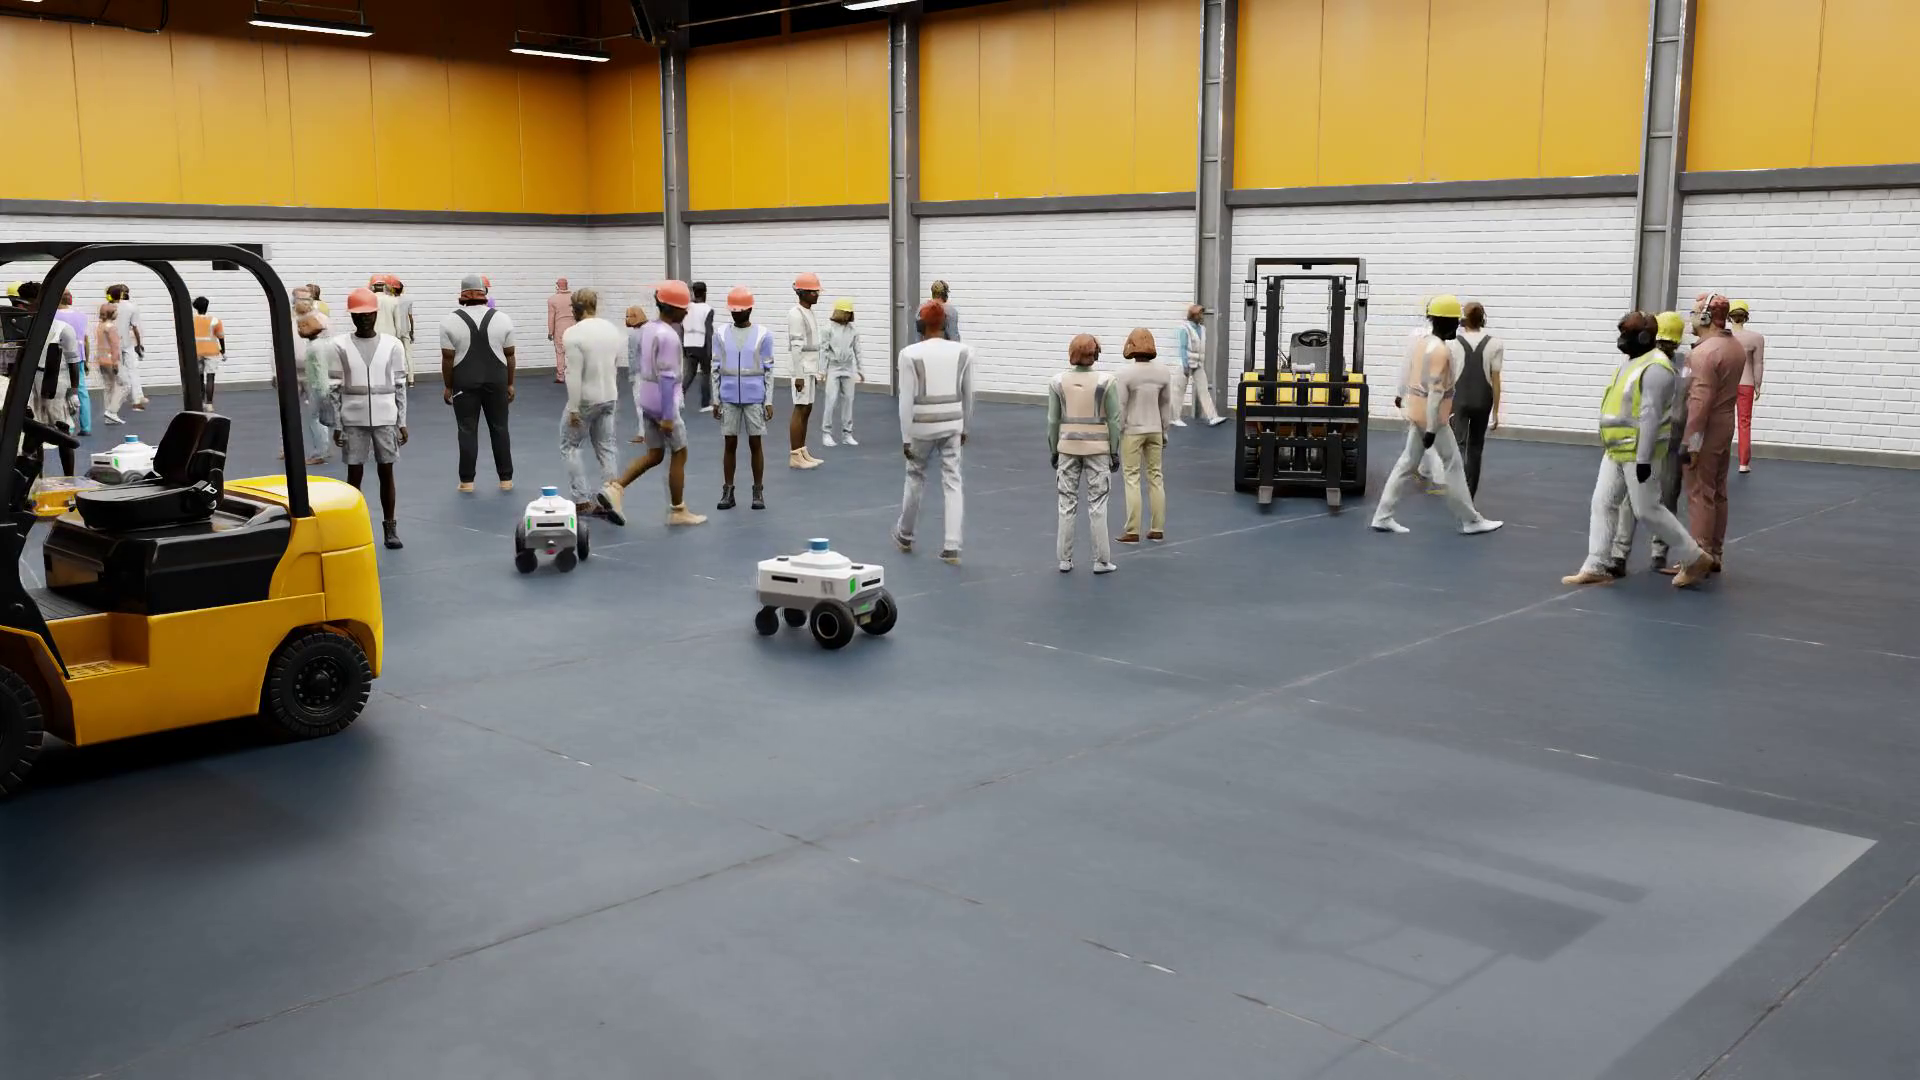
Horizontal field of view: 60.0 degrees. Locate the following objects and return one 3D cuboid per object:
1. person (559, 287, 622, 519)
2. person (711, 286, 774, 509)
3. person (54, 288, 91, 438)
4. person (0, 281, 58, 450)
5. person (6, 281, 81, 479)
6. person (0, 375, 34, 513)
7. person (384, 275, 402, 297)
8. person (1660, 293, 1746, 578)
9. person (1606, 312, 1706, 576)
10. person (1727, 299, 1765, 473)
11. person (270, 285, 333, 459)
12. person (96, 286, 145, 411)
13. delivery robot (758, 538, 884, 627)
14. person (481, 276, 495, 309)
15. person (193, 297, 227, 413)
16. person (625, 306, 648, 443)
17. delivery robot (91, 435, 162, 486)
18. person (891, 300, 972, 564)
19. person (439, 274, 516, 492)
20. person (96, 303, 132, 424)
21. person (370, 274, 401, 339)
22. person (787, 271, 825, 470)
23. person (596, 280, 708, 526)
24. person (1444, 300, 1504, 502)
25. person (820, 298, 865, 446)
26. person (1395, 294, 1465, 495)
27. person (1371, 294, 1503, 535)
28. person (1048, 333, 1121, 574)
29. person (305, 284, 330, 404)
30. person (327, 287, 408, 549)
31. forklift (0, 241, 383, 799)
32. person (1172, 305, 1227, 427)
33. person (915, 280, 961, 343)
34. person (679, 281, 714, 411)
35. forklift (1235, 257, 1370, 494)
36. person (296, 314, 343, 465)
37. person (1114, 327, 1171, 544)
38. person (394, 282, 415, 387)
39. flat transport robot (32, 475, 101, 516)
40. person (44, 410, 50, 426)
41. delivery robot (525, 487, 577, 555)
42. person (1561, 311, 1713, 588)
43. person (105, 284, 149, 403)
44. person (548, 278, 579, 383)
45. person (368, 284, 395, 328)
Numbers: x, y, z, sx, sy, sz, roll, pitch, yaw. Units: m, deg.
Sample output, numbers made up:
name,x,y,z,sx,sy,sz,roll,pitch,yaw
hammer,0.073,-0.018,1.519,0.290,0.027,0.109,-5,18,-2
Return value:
name,x,y,z,sx,sy,sz,roll,pitch,yaw
person,-3.102,-1.127,13.786,0.559,1.922,0.643,6,11,34
person,-1.873,-1.217,14.320,0.543,1.927,0.373,0,9,2
person,-10.942,-2.172,20.421,0.382,1.845,0.571,4,10,26
person,-10.688,-1.978,18.985,0.585,1.929,0.370,0,9,2
person,-8.151,-1.313,14.792,0.613,1.962,0.362,-1,9,-5
person,-5.150,-0.234,8.645,0.575,1.809,0.620,0,9,1
person,-9.999,-3.647,29.166,0.416,1.957,0.774,-5,10,-28
person,5.001,-0.701,11.218,0.406,1.911,0.639,8,13,42
person,4.666,-0.626,11.146,0.587,1.779,0.844,5,10,27
person,7.869,-1.556,16.908,0.522,1.764,0.318,4,10,21
person,-7.163,-1.822,18.144,0.656,1.897,0.395,-3,10,-18
person,-12.327,-2.801,24.362,0.650,1.814,0.882,-7,12,-38
delivery robot,-0.787,0.234,9.332,0.707,0.478,0.477,6,11,31
person,-8.290,-3.612,28.971,0.553,1.935,0.361,3,10,19
person,-10.924,-2.682,24.109,0.549,1.660,0.837,-2,9,-12
person,-3.830,-1.969,19.869,0.283,1.628,0.503,2,9,10
delivery robot,-7.510,-0.708,15.110,0.477,0.478,0.707,3,10,19
person,-0.211,-0.784,11.916,0.590,1.845,0.914,-3,10,-19
person,-4.497,-1.470,15.523,0.674,2.000,0.536,-4,10,-22
person,-11.268,-2.335,22.112,0.516,1.626,0.368,8,12,42
person,-9.165,-3.210,26.338,0.623,1.989,0.400,-8,12,-41
person,-1.578,-1.750,17.235,0.392,2.041,0.615,1,9,9
person,-2.458,-1.060,13.191,0.857,1.998,0.623,-5,10,-28
person,4.303,-1.110,14.038,0.513,1.819,0.854,2,9,11
person,-1.379,-1.969,19.528,0.525,1.732,0.348,-6,11,-32
person,4.397,-1.368,15.533,0.579,1.830,0.985,-2,9,-11
person,3.705,-0.963,12.926,0.994,1.876,0.589,0,9,-3
person,0.844,-0.580,11.301,0.511,1.638,0.308,3,10,20
person,-9.890,-2.998,25.495,0.429,1.845,0.633,0,9,-1
person,-4.339,-0.882,12.235,0.547,1.937,0.379,-4,10,-23
forklift,-3.706,-0.171,7.093,1.214,2.155,2.313,9,13,43
person,3.081,-2.246,21.605,0.549,1.590,0.852,-8,12,-42
person,-0.251,-2.179,20.181,0.635,1.939,0.361,7,12,38
person,-3.821,-2.782,23.991,0.594,1.903,0.696,4,10,24
forklift,3.309,-1.629,16.029,1.214,2.155,2.313,2,9,11
person,-6.716,-1.608,17.713,0.643,1.604,0.526,-4,10,-21
person,1.363,-0.783,12.559,0.507,1.631,0.266,-5,10,-27
person,-9.826,-3.604,29.163,0.520,1.862,0.327,-7,12,-37
flat transport robot,-7.783,-0.388,14.302,0.652,0.197,1.431,-8,12,-40
person,-11.919,-2.322,21.216,1.041,1.882,0.650,6,11,31
delivery robot,-2.841,-0.128,11.553,0.477,0.478,0.707,-2,9,-13
person,4.410,-0.564,10.696,0.857,1.816,0.632,0,9,2
person,-12.873,-3.015,25.623,0.621,1.840,0.430,0,9,1
person,-7.186,-3.794,30.209,0.639,1.902,0.407,-6,11,-33
person,-9.266,-3.185,26.509,0.905,1.895,0.557,9,13,44
